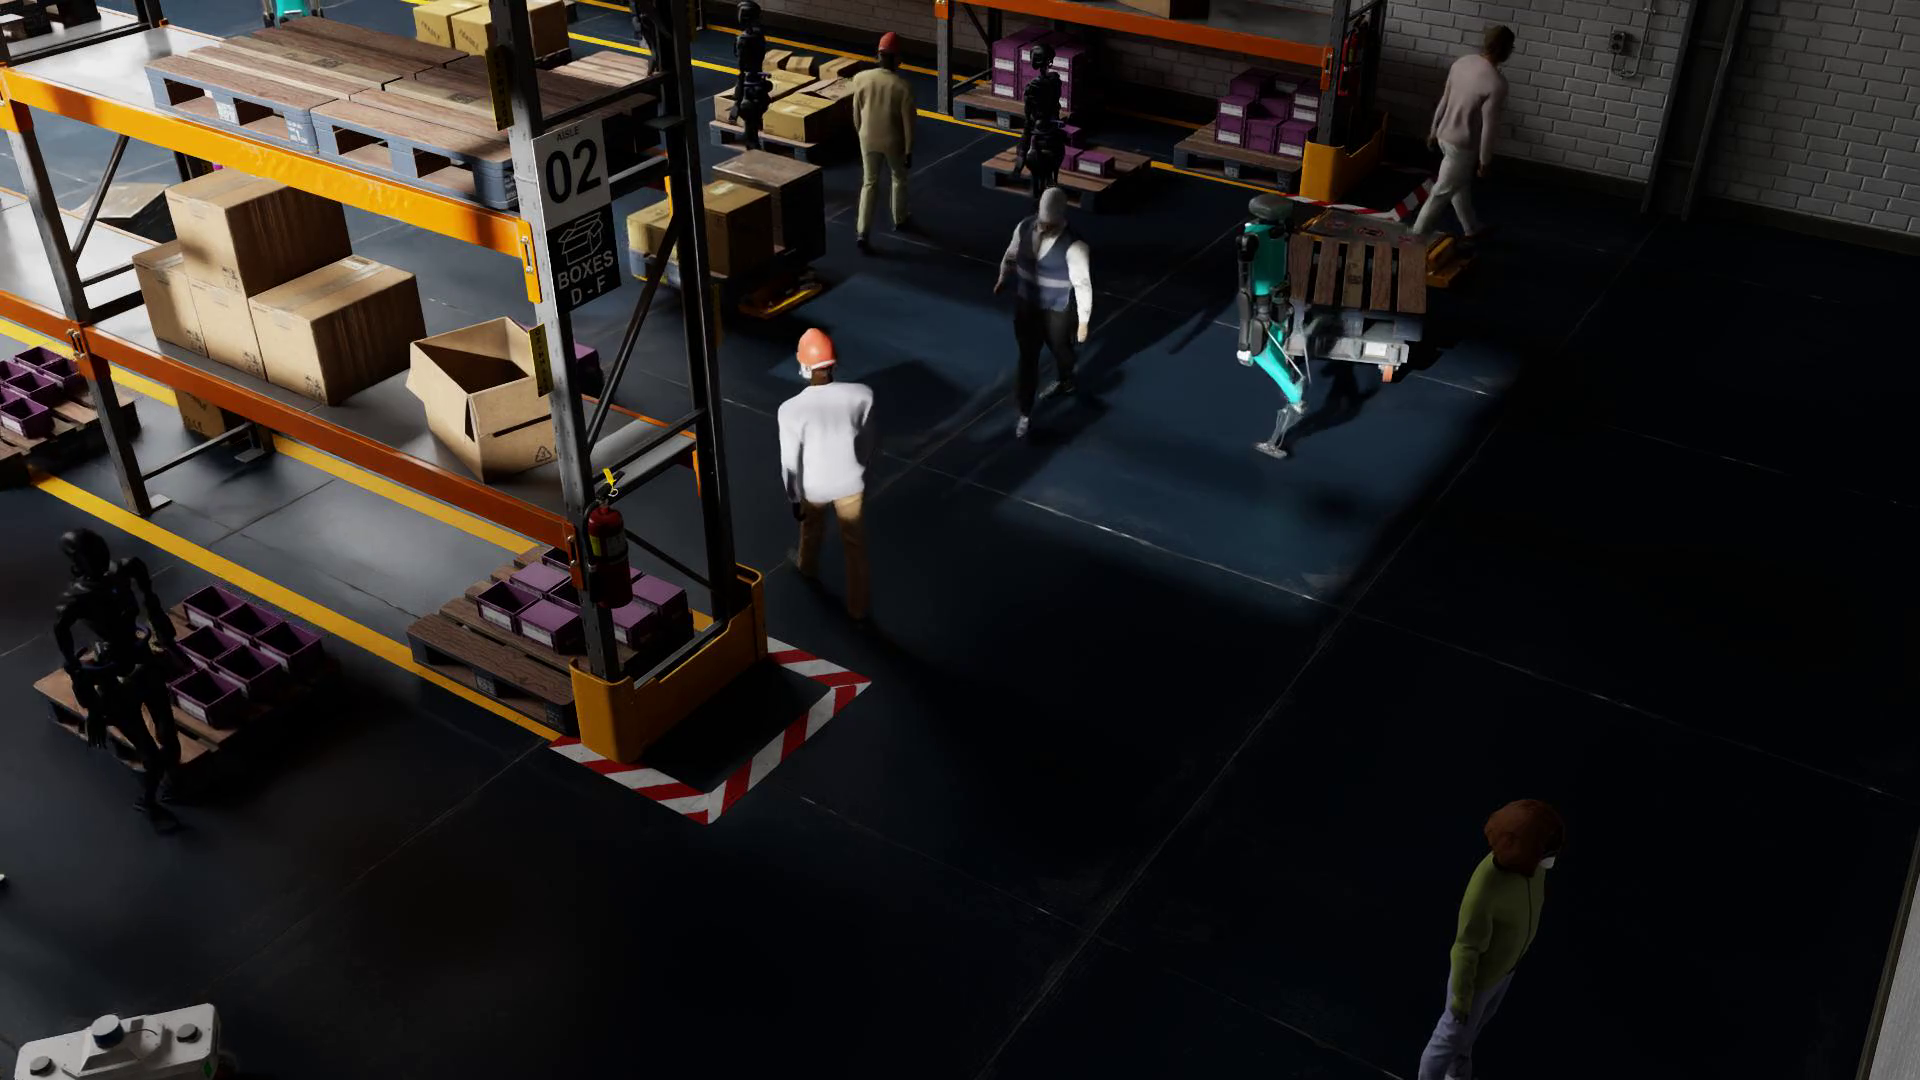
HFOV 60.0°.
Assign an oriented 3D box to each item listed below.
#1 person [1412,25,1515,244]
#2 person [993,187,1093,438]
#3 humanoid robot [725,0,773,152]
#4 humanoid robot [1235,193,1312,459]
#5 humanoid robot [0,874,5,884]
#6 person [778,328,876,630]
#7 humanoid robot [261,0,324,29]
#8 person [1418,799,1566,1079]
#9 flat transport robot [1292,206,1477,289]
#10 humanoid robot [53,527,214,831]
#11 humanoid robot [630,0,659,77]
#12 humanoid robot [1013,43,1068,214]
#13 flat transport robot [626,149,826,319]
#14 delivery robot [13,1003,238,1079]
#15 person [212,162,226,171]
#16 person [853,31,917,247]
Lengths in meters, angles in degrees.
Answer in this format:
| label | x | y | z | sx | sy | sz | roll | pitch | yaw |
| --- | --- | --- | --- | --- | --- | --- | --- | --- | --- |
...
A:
| label | x | y | z | sx | sy | sz | roll | pitch | yaw |
| --- | --- | --- | --- | --- | --- | --- | --- | --- | --- |
| person | 4.073 | -3.149 | 13.251 | 0.965 | 1.870 | 0.645 | -8 | 34 | -12 |
| person | 0.534 | -1.574 | 10.987 | 0.782 | 1.687 | 0.907 | 14 | 36 | 21 |
| humanoid robot | -1.849 | -3.875 | 14.538 | 0.428 | 1.656 | 0.601 | 8 | 34 | 12 |
| humanoid robot | 2.063 | -1.205 | 10.473 | 0.746 | 1.877 | 0.541 | 25 | 41 | 33 |
| humanoid robot | -4.754 | 0.897 | 7.234 | 0.794 | 1.877 | 0.558 | 8 | 34 | 12 |
| person | -0.722 | -0.375 | 9.128 | 0.566 | 1.710 | 0.830 | -10 | 34 | -15 |
| humanoid robot | -6.147 | -4.549 | 15.534 | 0.538 | 1.769 | 0.906 | -13 | 35 | -19 |
| person | 1.967 | 1.587 | 6.180 | 0.266 | 1.630 | 0.506 | 28 | 42 | 36 |
| flat transport robot | 3.410 | -2.395 | 13.554 | 1.431 | 0.231 | 0.659 | 20 | 38 | 28 |
| humanoid robot | -3.801 | 0.616 | 7.639 | 0.319 | 1.648 | 0.607 | 12 | 35 | 17 |
| humanoid robot | -3.104 | -5.325 | 16.768 | 0.349 | 1.652 | 0.585 | 19 | 37 | 26 |
| humanoid robot | 0.664 | -3.187 | 13.468 | 0.315 | 1.657 | 0.599 | 20 | 38 | 27 |
| flat transport robot | -1.839 | -2.092 | 13.088 | 1.431 | 0.231 | 0.659 | 21 | 39 | 29 |
| delivery robot | -3.230 | 2.071 | 6.416 | 0.773 | 0.582 | 0.499 | -10 | 34 | -15 |
| person | -5.176 | -2.501 | 12.268 | 0.512 | 1.846 | 0.329 | 5 | 33 | 8 |
| person | -0.633 | -3.253 | 13.548 | 0.591 | 1.712 | 0.828 | 9 | 34 | 14 |
